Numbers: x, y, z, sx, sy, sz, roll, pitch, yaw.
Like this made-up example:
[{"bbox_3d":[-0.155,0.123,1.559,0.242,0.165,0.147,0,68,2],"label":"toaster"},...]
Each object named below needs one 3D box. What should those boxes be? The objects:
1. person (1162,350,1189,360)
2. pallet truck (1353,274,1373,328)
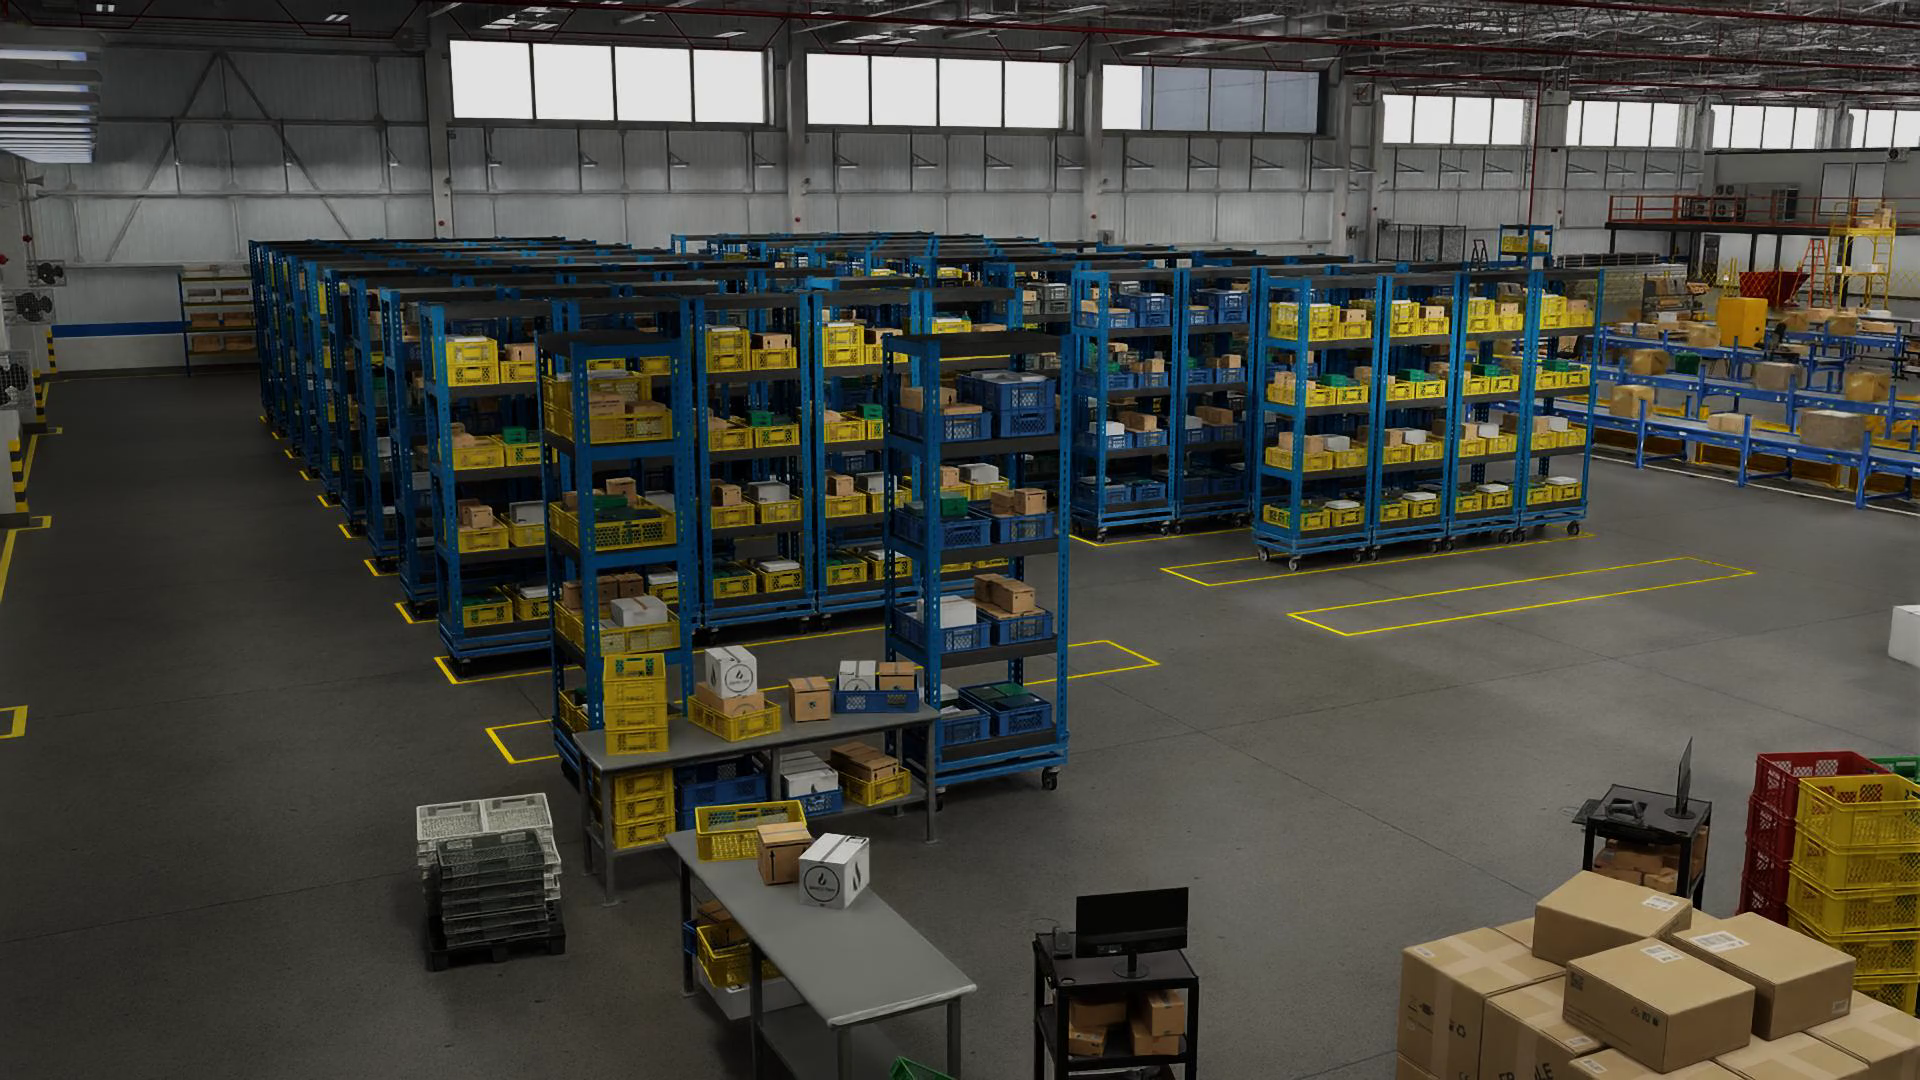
[{"bbox_3d":[4.795,-4.196,37.224,0.663,2.017,0.616,-7,14,-30],"label":"person"},{"bbox_3d":[13.011,-8.050,55.243,0.823,1.965,1.885,-7,14,-28],"label":"pallet truck"}]
